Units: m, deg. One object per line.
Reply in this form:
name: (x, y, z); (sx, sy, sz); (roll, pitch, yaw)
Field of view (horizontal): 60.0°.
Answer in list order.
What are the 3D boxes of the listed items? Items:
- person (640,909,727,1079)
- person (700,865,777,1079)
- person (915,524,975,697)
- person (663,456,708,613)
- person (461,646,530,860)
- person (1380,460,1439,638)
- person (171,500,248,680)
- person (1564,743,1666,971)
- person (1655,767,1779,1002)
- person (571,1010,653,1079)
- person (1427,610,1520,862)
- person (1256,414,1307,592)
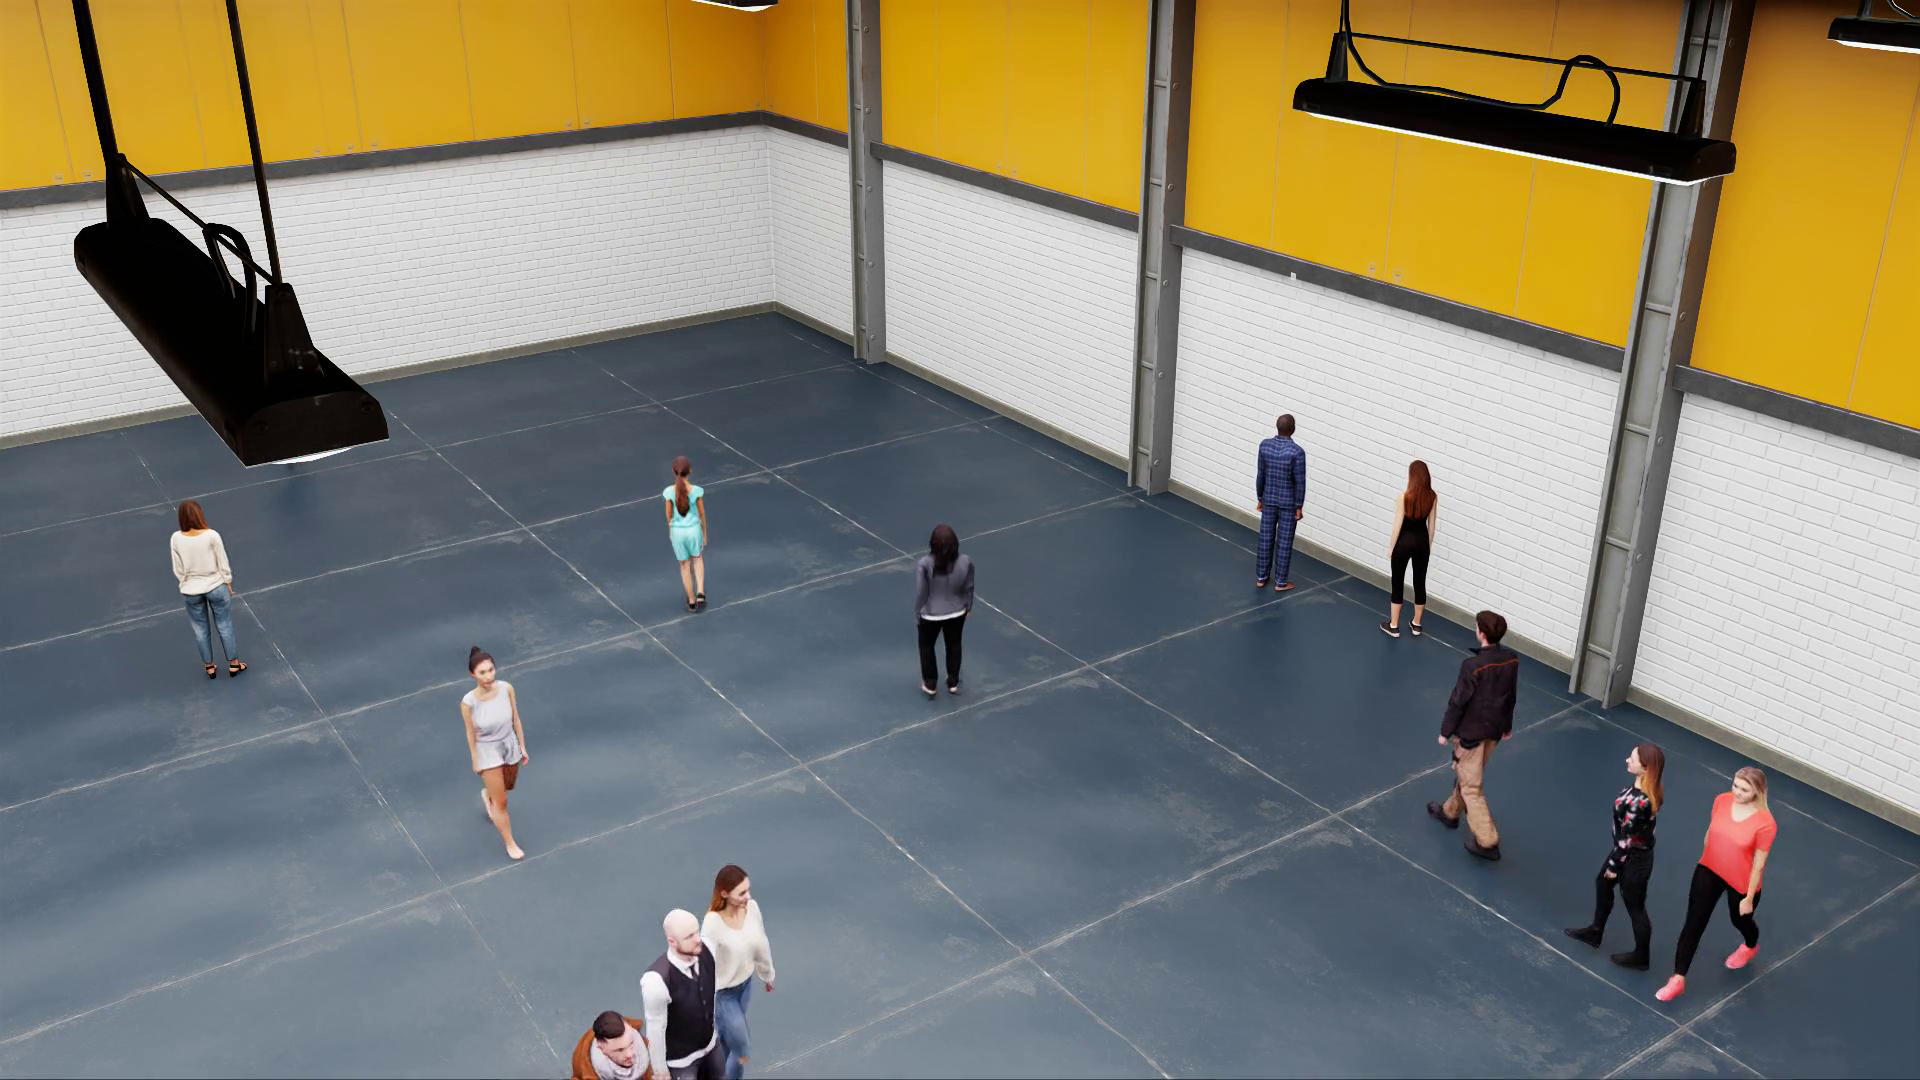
person: (-1.562, 2.775, 9.129); (1.042, 1.804, 0.898); (15, 28, 31)
person: (-1.406, 2.597, 9.699); (0.786, 1.673, 0.741); (15, 28, 30)
person: (-0.165, 0.615, 14.336); (0.765, 1.592, 0.767); (-6, 24, -13)
person: (-2.610, -0.031, 15.868); (0.628, 1.548, 0.658); (-4, 24, -10)
person: (-3.449, 1.523, 12.267); (0.665, 1.585, 1.005); (-21, 31, -39)
person: (4.183, 0.074, 15.410); (0.647, 1.722, 0.651); (-3, 24, -7)
person: (-6.646, 0.433, 14.638); (0.694, 1.683, 0.698); (-3, 24, -7)
person: (4.489, 2.092, 10.870); (0.909, 1.661, 0.793); (12, 26, 26)
person: (5.012, 2.181, 10.683); (0.653, 1.648, 1.099); (-15, 28, -31)
person: (-1.804, 3.100, 8.401); (1.256, 1.791, 1.033); (11, 26, 24)
person: (3.793, 1.446, 12.054); (0.794, 1.897, 1.114); (-12, 26, -25)
person: (3.136, -0.381, 16.323); (0.676, 1.825, 0.811); (15, 28, 31)
